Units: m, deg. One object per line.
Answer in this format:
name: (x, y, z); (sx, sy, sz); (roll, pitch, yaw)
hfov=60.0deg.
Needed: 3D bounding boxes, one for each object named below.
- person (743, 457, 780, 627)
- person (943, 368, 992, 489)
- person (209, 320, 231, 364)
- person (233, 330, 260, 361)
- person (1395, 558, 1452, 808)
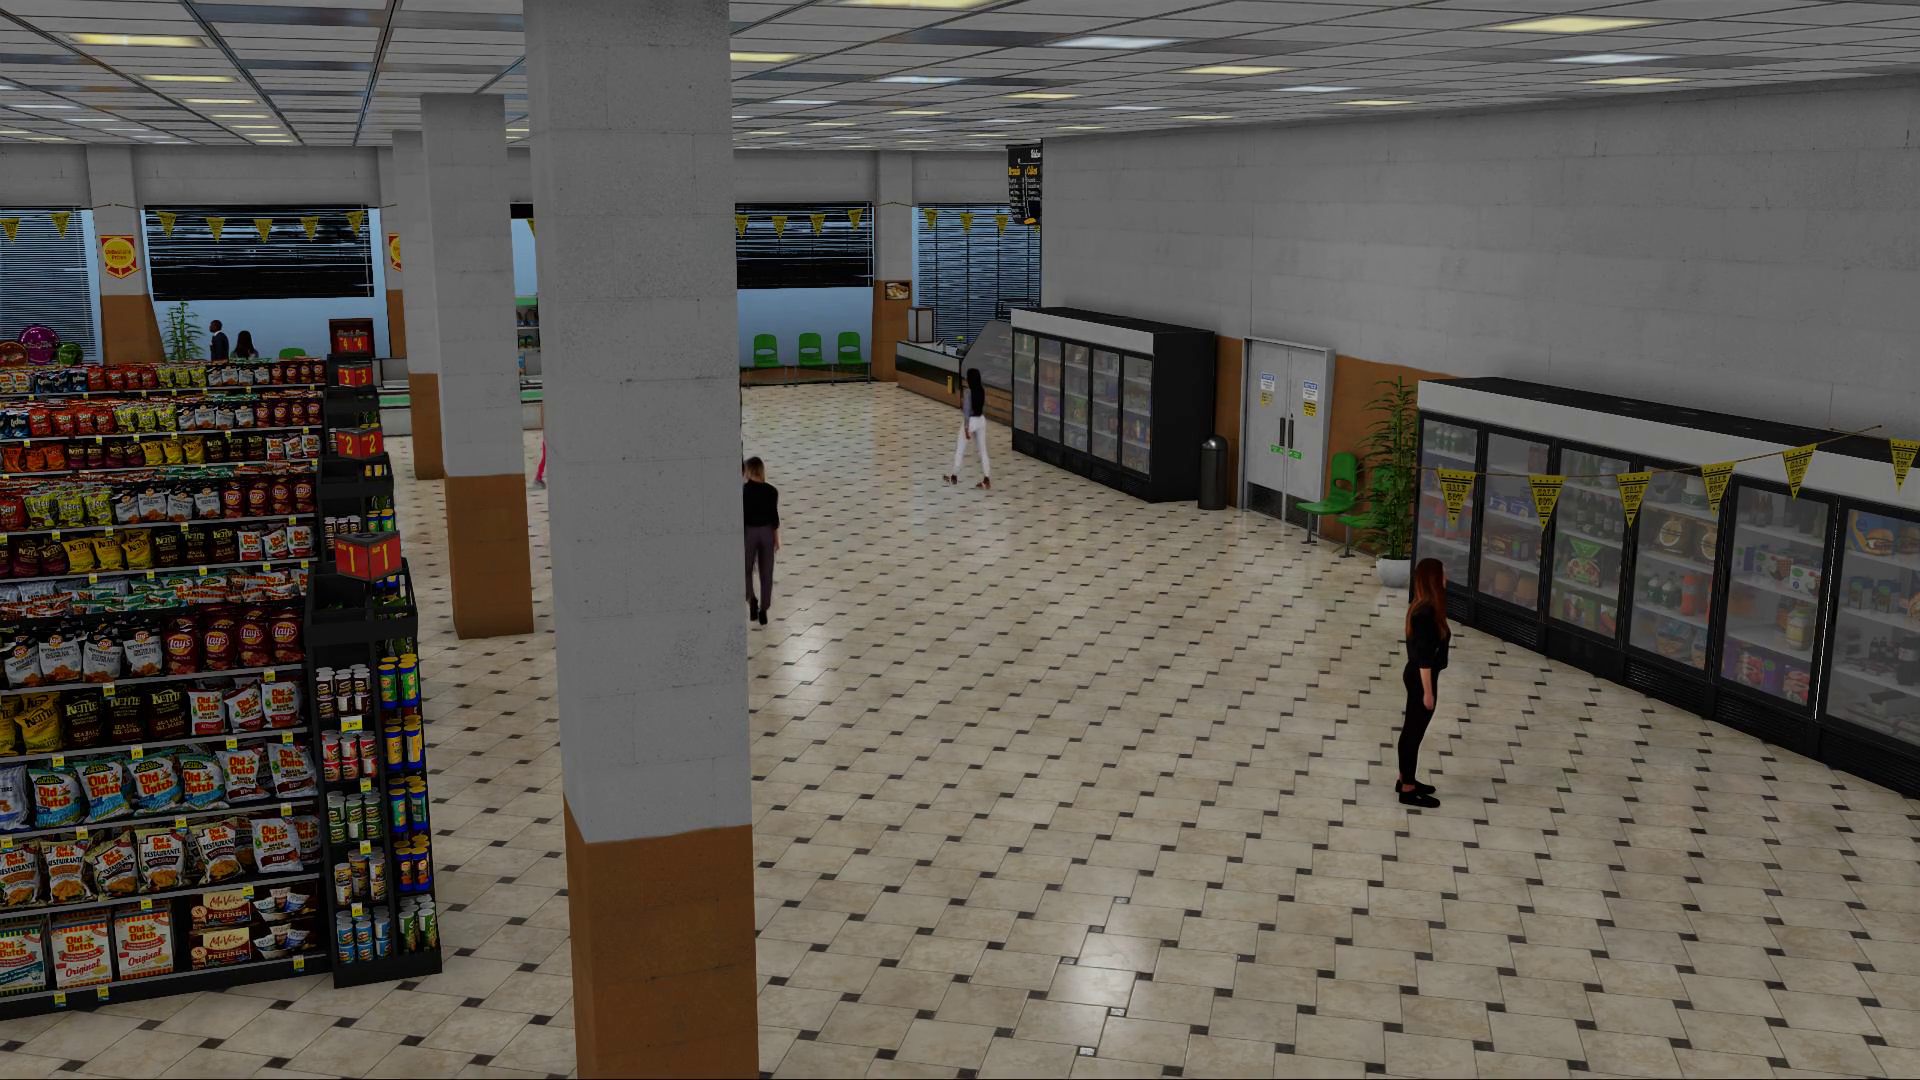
person: (-1.940, 0.048, 15.946); (0.747, 1.660, 0.724); (-2, 12, -10)
person: (0.262, -1.554, 23.486); (1.065, 1.689, 0.905); (-10, 15, -40)
person: (-13.694, -3.173, 30.846); (0.624, 1.823, 0.700); (-3, 12, -14)
person: (-12.832, -2.920, 29.930); (0.507, 1.706, 0.676); (-2, 12, -10)
person: (3.169, 0.961, 11.482); (0.702, 1.713, 0.684); (3, 12, 13)
